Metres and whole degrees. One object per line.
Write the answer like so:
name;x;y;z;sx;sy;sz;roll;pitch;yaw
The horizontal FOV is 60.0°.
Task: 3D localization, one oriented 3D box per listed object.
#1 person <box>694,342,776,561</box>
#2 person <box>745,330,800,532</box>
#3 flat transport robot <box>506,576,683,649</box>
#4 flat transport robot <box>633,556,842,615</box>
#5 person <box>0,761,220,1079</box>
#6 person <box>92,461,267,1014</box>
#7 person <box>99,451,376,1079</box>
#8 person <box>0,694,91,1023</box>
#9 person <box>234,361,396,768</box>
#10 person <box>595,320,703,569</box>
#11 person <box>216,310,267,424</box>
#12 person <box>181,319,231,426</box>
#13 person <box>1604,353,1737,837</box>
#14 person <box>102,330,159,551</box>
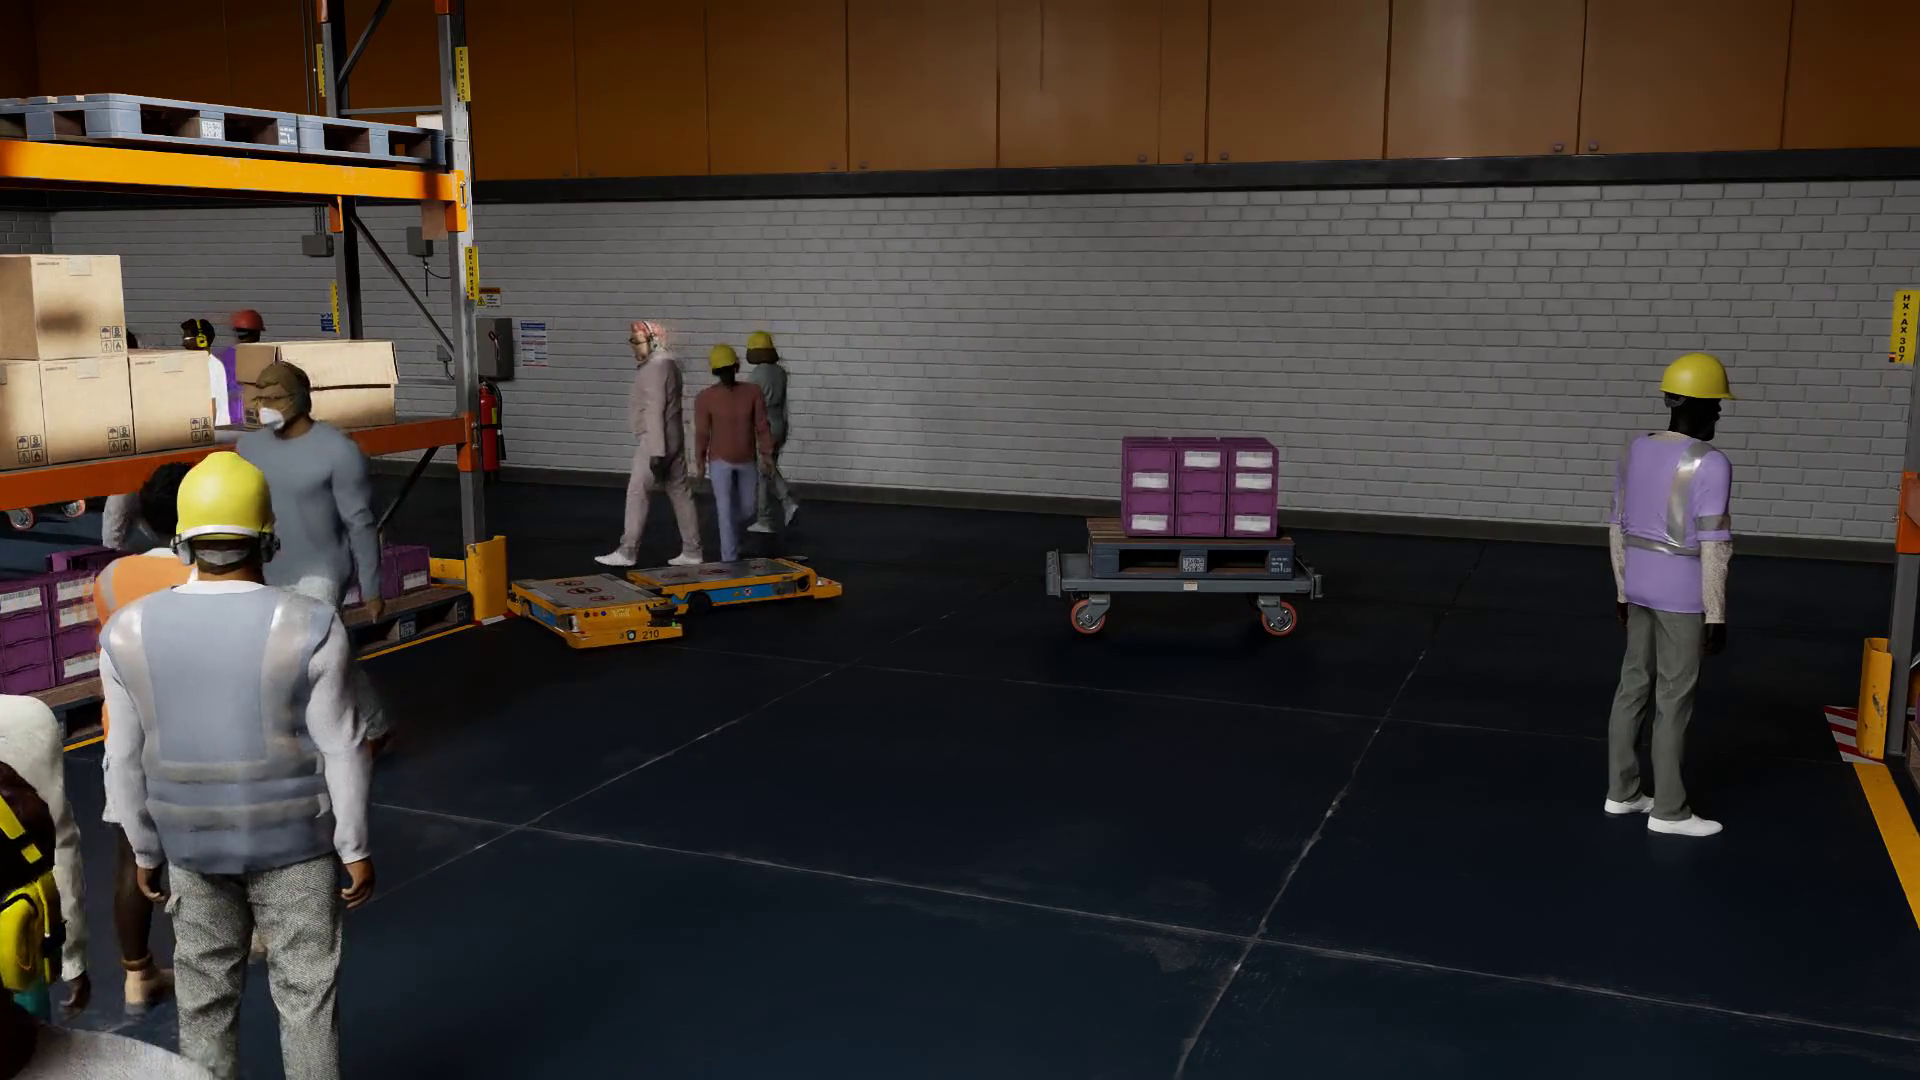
person;-1.657;-0.579;12.068;0.552;1.735;0.733;-4;10;-25
person;-1.639;-0.915;14.122;0.414;1.725;0.498;6;11;34
flat transport robot;-2.316;0.423;10.429;0.652;0.197;1.431;-6;11;-31
flat transport robot;-1.576;0.298;11.188;1.431;0.197;0.652;-6;11;-31
person;-0.940;1.082;1.721;0.522;1.837;0.818;1;9;7
person;-2.416;0.581;5.236;0.553;1.652;0.778;2;10;11
person;-1.697;0.702;4.000;0.600;1.836;0.404;0;9;0
person;-2.031;0.849;3.330;0.533;1.767;0.327;-3;10;-17
person;-2.787;0.172;7.123;0.618;1.885;1.067;4;10;23
person;-2.351;-0.697;12.384;0.889;1.862;0.690;1;9;6
person;-6.275;-1.084;14.702;0.565;1.887;1.008;3;10;17
person;-5.878;-0.799;13.034;0.312;1.859;0.513;-4;10;-23
person;2.864;0.216;6.676;0.385;1.925;0.591;-3;10;-17
person;-5.257;-0.433;10.735;0.637;1.898;1.019;9;13;43
